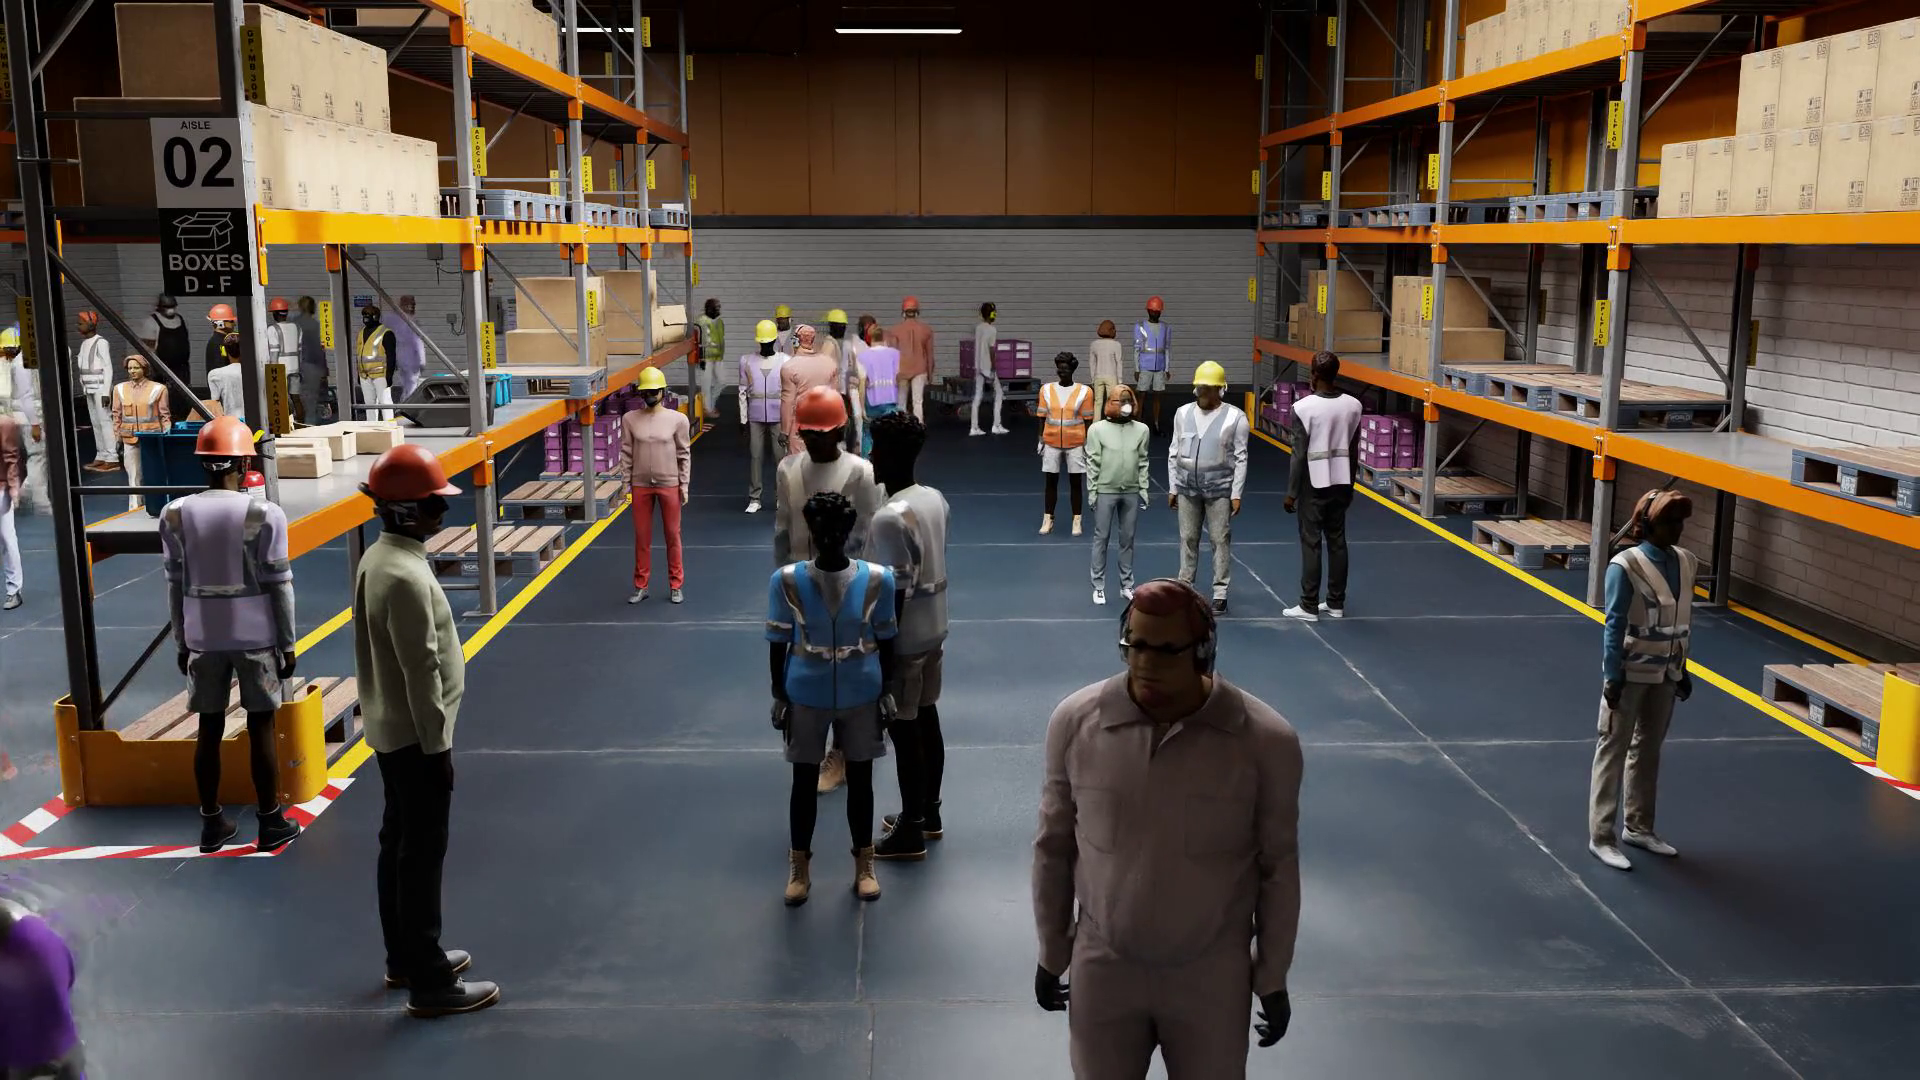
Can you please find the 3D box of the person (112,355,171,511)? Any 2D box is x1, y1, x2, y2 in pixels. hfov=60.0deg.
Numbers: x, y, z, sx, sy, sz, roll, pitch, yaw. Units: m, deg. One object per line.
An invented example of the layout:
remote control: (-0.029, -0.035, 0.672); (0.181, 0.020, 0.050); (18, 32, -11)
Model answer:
person: (-7.640, -0.915, 15.563); (0.514, 1.641, 0.308); (-2, 10, -8)

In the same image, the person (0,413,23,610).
person: (-7.117, -0.361, 12.122); (0.523, 1.769, 0.321); (0, 10, -1)

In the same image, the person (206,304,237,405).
person: (-8.123, -1.607, 18.425); (0.381, 1.994, 0.615); (-5, 11, -26)

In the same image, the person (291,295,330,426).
person: (-9.154, -2.478, 23.456); (0.624, 1.926, 0.426); (8, 13, 37)

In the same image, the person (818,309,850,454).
person: (-1.660, -1.837, 20.018); (0.844, 1.894, 0.587); (-2, 10, -9)

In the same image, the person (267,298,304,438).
person: (-9.067, -2.275, 22.311); (0.364, 1.934, 0.553); (4, 11, 23)

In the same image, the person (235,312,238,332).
person: (-11.468, -3.073, 26.897); (0.573, 1.887, 0.353); (9, 13, 40)

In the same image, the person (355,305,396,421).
person: (-7.798, -2.198, 22.146); (0.621, 1.845, 0.429); (5, 11, 25)

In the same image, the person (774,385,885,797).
person: (-0.594, 0.223, 8.211); (0.665, 2.009, 0.684); (6, 12, 29)

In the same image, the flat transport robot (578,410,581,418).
flat transport robot: (-5.229, -1.874, 24.716); (0.652, 0.197, 1.431); (-4, 11, -24)

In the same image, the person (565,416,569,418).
person: (-5.743, -2.678, 24.879); (0.612, 1.825, 0.888); (8, 13, 39)

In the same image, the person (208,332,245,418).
person: (-6.535, -0.956, 15.150); (0.511, 1.872, 0.328); (-5, 11, -24)

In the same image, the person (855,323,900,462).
person: (-0.891, -1.506, 18.453); (0.576, 1.794, 0.999); (-5, 11, -26)

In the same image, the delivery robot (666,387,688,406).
delivery robot: (-4.266, -1.989, 24.308); (0.477, 0.478, 0.707); (3, 11, 18)

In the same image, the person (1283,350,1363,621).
person: (2.573, -0.379, 11.799); (0.594, 1.919, 0.388); (-5, 12, -28)

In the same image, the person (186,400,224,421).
person: (-5.020, -0.131, 11.208); (0.507, 1.633, 0.275); (9, 14, 41)

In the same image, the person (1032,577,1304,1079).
person: (0.483, 1.023, 4.028); (0.652, 1.904, 0.402); (3, 11, 16)

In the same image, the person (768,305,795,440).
person: (-2.383, -2.270, 22.571); (0.599, 1.832, 0.403); (1, 10, 4)

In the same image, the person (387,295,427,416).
person: (-8.154, -2.678, 24.668); (0.678, 1.892, 0.432); (7, 13, 36)

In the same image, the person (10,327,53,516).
person: (-8.998, -1.181, 16.215); (0.430, 1.933, 0.641); (-3, 11, -18)

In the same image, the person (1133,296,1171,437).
person: (2.648, -2.379, 22.881); (0.543, 1.941, 0.353); (-3, 11, -15)

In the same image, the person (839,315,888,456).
person: (-1.202, -1.875, 20.469); (0.645, 1.806, 0.835); (-4, 11, -24)

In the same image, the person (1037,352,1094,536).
person: (0.954, -0.875, 15.188); (0.531, 1.692, 0.320); (2, 10, 14)

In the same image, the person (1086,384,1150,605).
person: (1.174, -0.339, 12.360); (0.499, 1.636, 0.285); (-3, 11, -17)

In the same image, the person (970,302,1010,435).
person: (0.404, -2.376, 23.148); (0.747, 1.846, 0.535); (-10, 14, -43)

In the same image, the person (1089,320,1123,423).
person: (1.979, -2.149, 22.452); (0.498, 1.633, 0.285); (6, 12, 31)

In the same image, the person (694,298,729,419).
person: (-3.792, -2.758, 25.315); (0.440, 1.822, 0.641); (7, 12, 34)

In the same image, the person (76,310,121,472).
person: (-10.108, -1.740, 19.477); (0.584, 1.882, 0.337); (9, 13, 40)

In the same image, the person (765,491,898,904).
person: (-0.516, 0.638, 6.750); (0.542, 1.695, 0.316); (-1, 10, -7)

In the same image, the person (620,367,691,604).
person: (-2.257, -0.399, 12.336); (0.525, 1.769, 0.315); (0, 10, 1)

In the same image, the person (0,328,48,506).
person: (-9.474, -1.222, 16.755); (0.589, 1.825, 0.403); (-2, 10, -12)

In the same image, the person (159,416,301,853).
person: (-3.188, 0.419, 7.328); (0.541, 1.932, 0.382); (-1, 10, -3)

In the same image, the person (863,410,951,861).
person: (-0.244, 0.417, 7.242); (0.369, 1.963, 0.601); (4, 11, 20)

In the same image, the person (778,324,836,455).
person: (-1.470, -1.077, 15.722); (0.410, 1.909, 0.643); (9, 14, 41)

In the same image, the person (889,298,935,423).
person: (-0.652, -2.235, 22.076); (0.643, 1.933, 1.037); (-2, 10, -12)

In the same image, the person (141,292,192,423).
person: (-11.506, -2.651, 24.116); (1.072, 2.000, 0.710); (8, 13, 39)

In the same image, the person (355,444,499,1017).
person: (-1.893, 0.658, 5.809); (0.382, 1.995, 0.612); (-6, 12, -31)

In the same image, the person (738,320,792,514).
person: (-1.899, -1.213, 16.446); (0.585, 1.918, 0.378); (0, 10, 0)

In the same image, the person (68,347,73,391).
person: (-9.940, -1.506, 18.021); (0.630, 1.940, 0.372); (-2, 10, -12)

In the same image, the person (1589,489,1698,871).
person: (2.960, 0.588, 7.183); (0.514, 1.641, 0.315); (-6, 12, -28)

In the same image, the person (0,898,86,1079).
person: (-1.787, 1.216, 2.896); (0.552, 1.922, 0.451); (3, 11, 14)

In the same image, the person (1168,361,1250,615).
person: (1.770, -0.375, 12.008); (0.590, 1.836, 0.404); (5, 12, 28)
